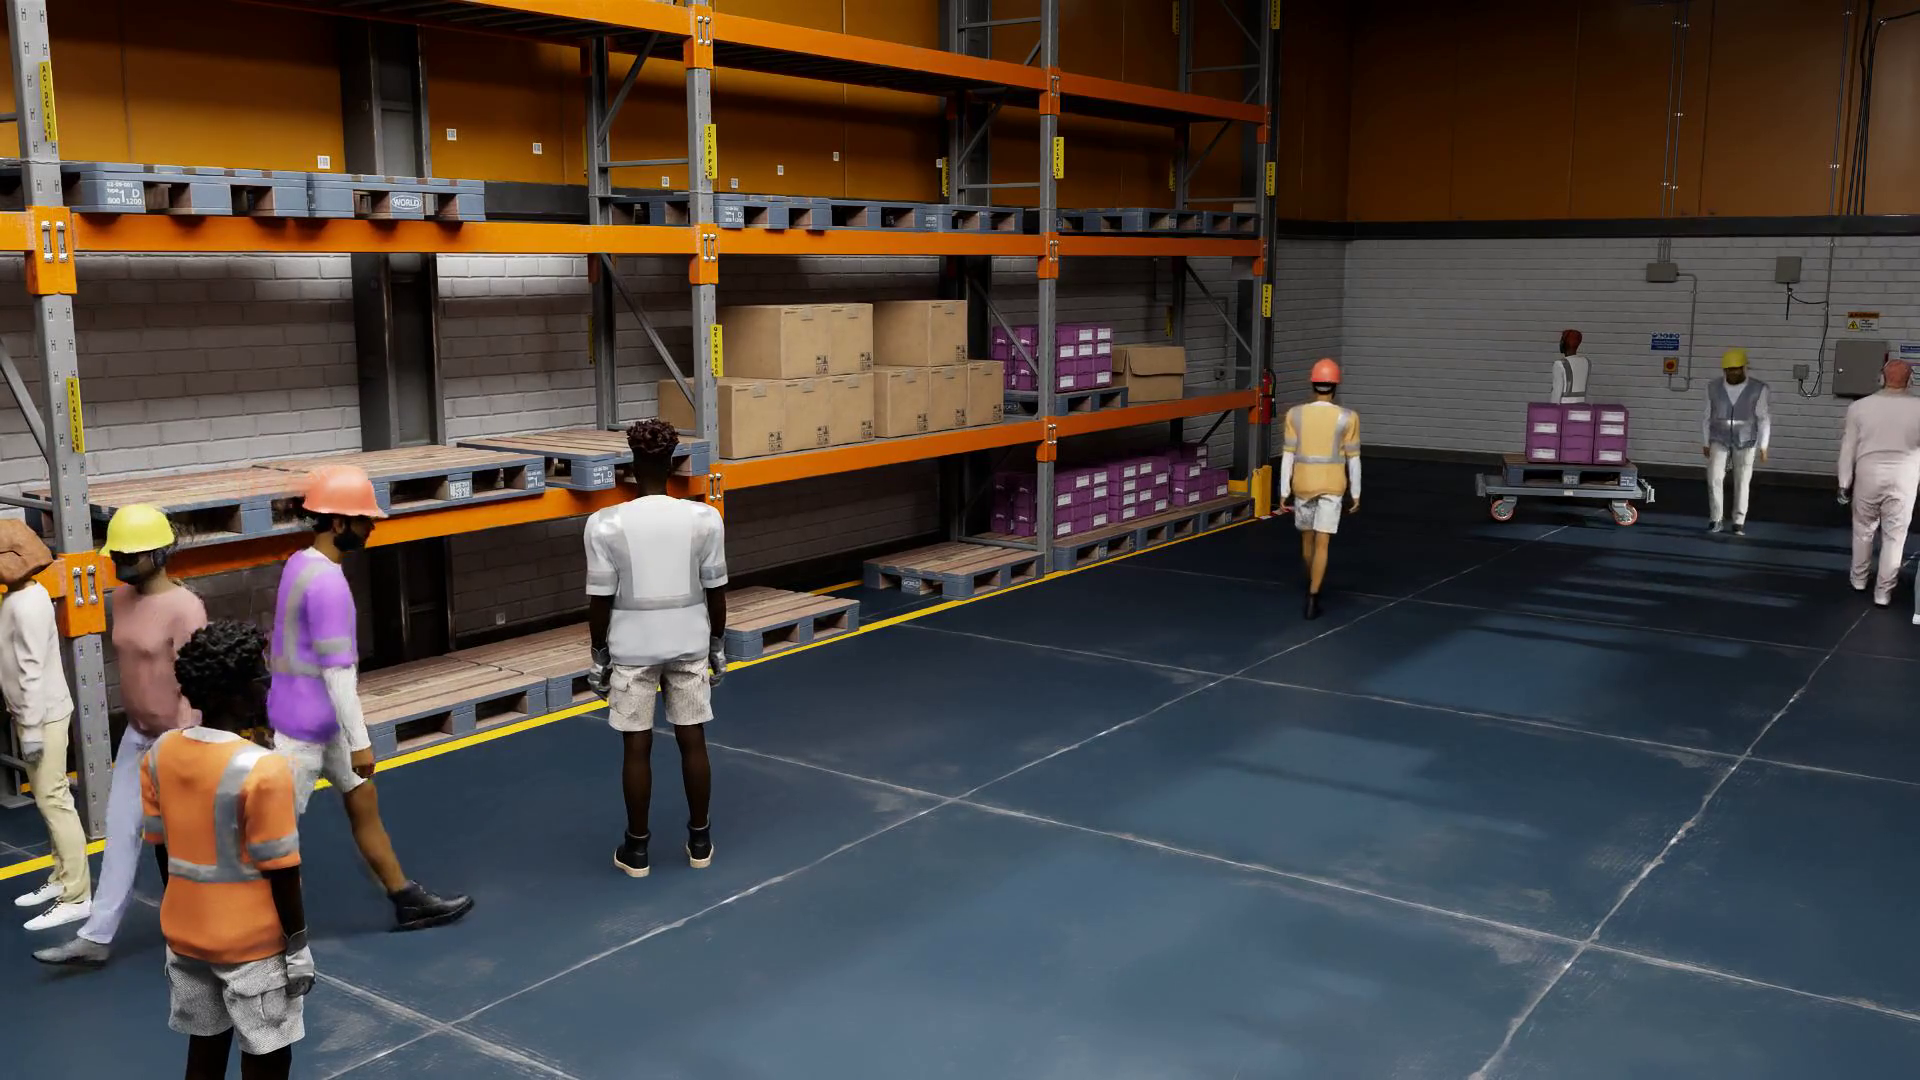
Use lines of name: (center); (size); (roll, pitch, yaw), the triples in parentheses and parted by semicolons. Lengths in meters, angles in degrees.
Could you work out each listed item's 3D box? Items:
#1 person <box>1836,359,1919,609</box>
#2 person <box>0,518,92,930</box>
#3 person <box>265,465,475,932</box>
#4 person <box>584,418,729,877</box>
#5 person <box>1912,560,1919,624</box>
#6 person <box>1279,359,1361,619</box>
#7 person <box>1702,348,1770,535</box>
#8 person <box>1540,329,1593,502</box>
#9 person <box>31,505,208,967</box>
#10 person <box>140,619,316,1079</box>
person: (7.138, -0.451, 12.817); (0.674, 1.867, 0.942); (5, 11, 28)
person: (-3.683, 0.717, 6.609); (0.285, 1.626, 0.494); (-6, 11, -34)
person: (-2.440, 0.660, 6.242); (1.052, 1.871, 0.573); (-4, 10, -24)
person: (-1.291, 0.460, 7.118); (0.612, 1.965, 0.362); (-4, 10, -21)
person: (7.034, -0.165, 11.839); (0.289, 1.632, 0.497); (0, 10, -1)
person: (2.723, -0.404, 12.471); (0.570, 1.889, 0.987); (4, 10, 23)
person: (7.381, -0.924, 15.858); (0.605, 1.796, 0.607); (6, 11, 30)
person: (6.626, -1.353, 18.162); (0.574, 1.885, 0.355); (-6, 11, -32)
person: (-3.024, 0.739, 6.147); (0.534, 1.728, 0.786); (5, 11, 28)
person: (-1.915, 1.049, 4.416); (0.541, 1.695, 0.316); (5, 11, 29)
